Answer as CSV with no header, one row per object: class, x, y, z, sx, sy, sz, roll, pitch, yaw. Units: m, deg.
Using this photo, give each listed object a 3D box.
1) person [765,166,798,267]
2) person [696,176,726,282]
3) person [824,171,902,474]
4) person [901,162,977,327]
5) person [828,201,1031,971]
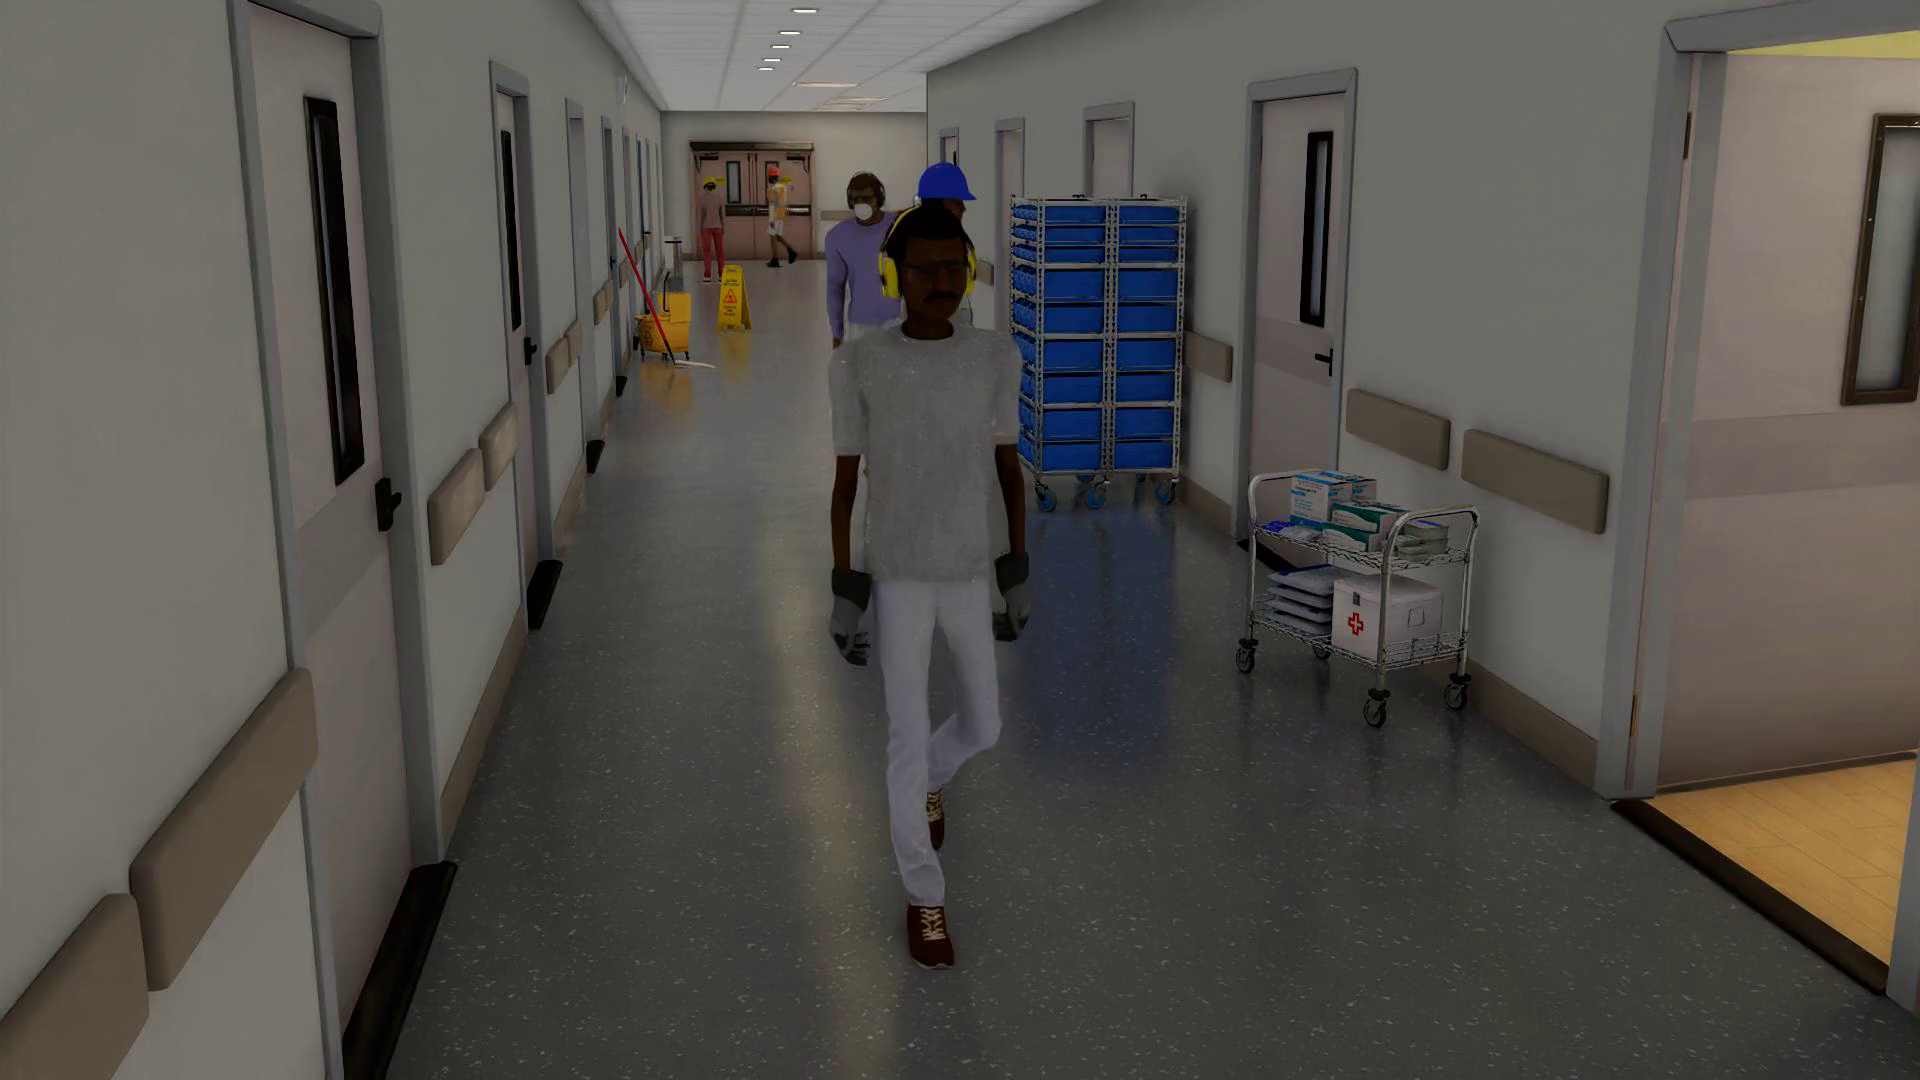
person,-3.484,-6.211,31.997,0.551,1.924,0.567,7,15,29
person,-4.185,-5.220,27.948,0.524,1.769,0.309,-7,15,-30
person,-0.521,-1.336,10.396,0.640,1.900,0.530,3,13,12
person,-0.107,-0.896,8.335,0.396,1.946,0.617,3,13,13
person,-0.088,0.085,4.207,0.537,1.848,0.722,-4,13,-15
